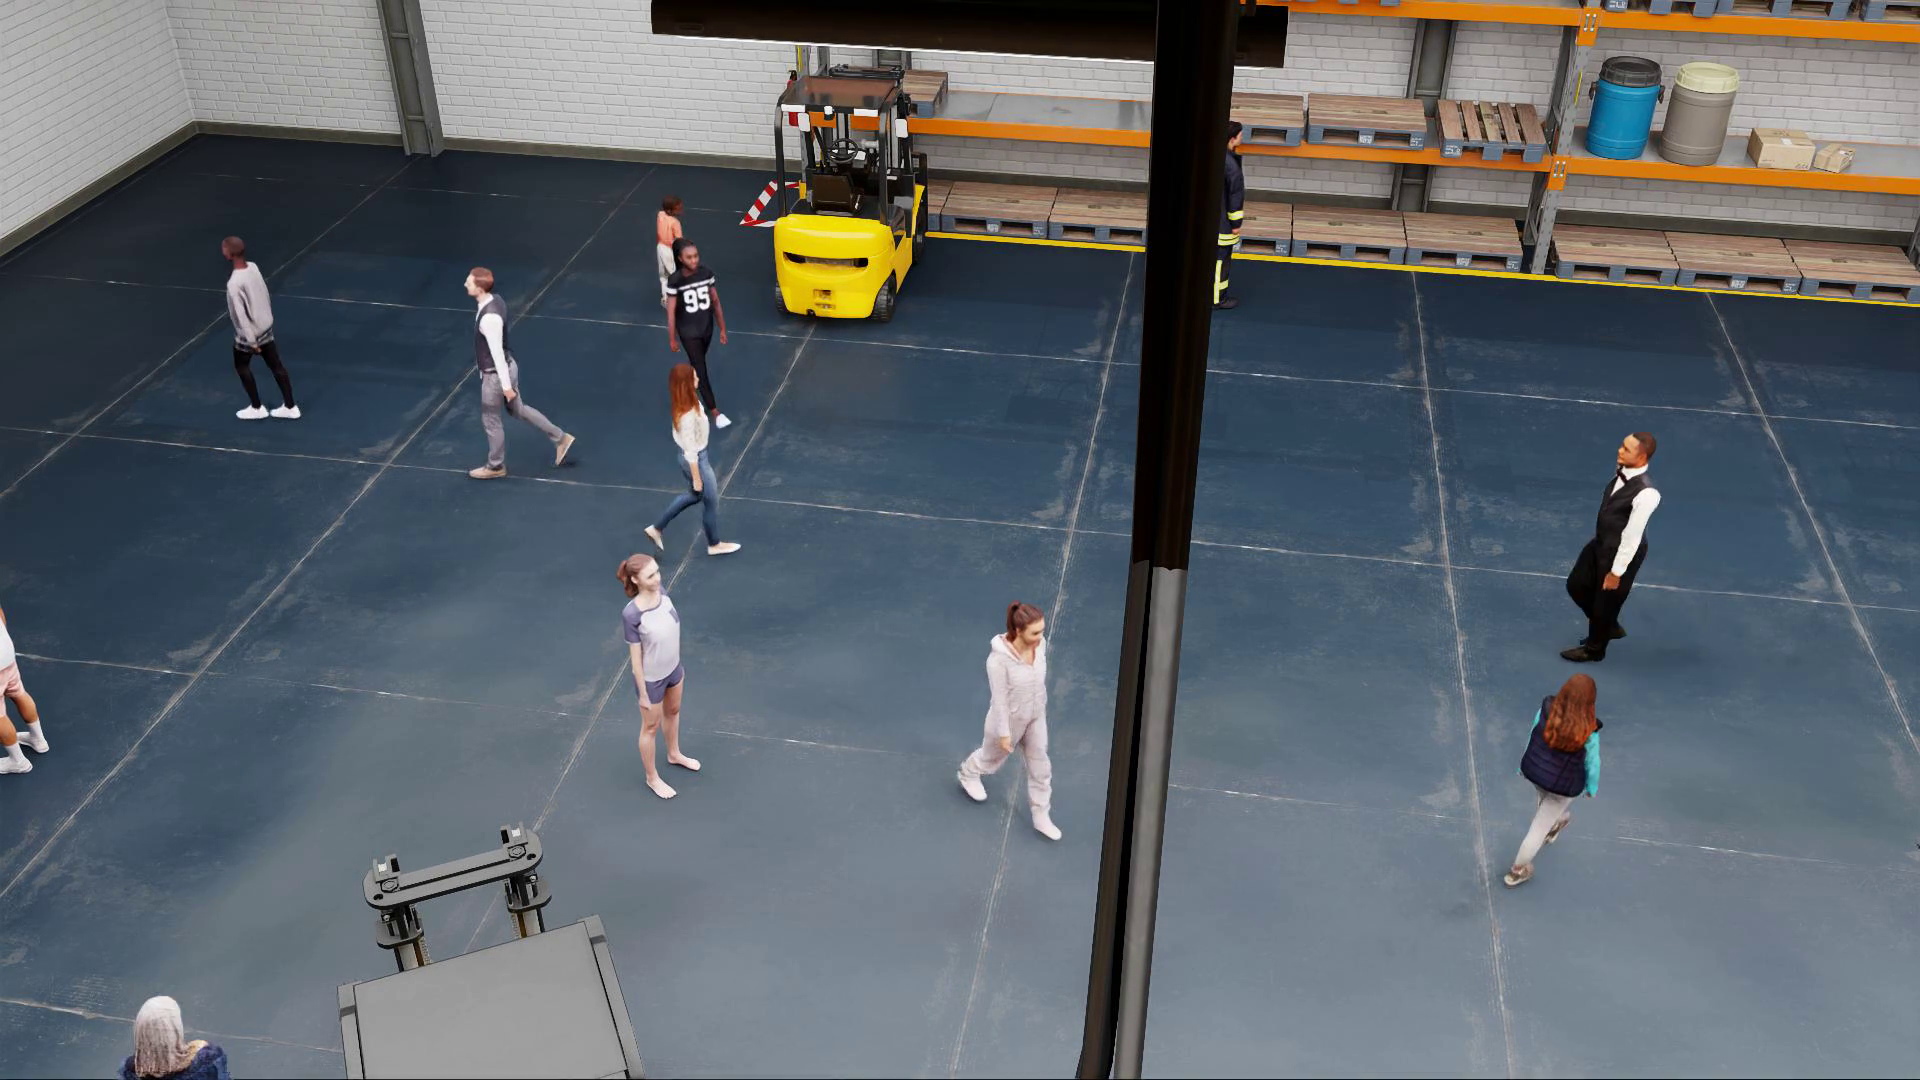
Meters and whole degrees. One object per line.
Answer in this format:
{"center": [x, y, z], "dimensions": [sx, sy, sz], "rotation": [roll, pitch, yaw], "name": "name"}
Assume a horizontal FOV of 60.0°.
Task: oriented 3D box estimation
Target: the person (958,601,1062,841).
{"center": [0.285, 1.070, 10.380], "dimensions": [1.046, 1.663, 1.120], "rotation": [-22, 40, -30], "name": "person"}

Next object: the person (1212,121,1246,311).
{"center": [2.609, -3.264, 16.662], "dimensions": [0.888, 1.927, 0.894], "rotation": [-12, 35, -17], "name": "person"}

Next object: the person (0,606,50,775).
{"center": [-6.320, 0.738, 10.763], "dimensions": [0.547, 1.792, 0.634], "rotation": [6, 34, 9], "name": "person"}

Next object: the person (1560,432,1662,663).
{"center": [4.687, 0.073, 11.658], "dimensions": [0.773, 1.910, 0.774], "rotation": [1, 34, 1], "name": "person"}

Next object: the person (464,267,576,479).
{"center": [-3.739, -1.390, 13.863], "dimensions": [1.213, 1.905, 0.874], "rotation": [-4, 34, -6], "name": "person"}

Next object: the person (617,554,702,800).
{"center": [-1.941, 0.832, 10.641], "dimensions": [0.657, 1.770, 0.639], "rotation": [16, 37, 22], "name": "person"}

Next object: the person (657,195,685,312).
{"center": [-2.943, -2.881, 16.665], "dimensions": [0.656, 1.287, 0.785], "rotation": [18, 38, 25], "name": "person"}

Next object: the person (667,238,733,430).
{"center": [-2.389, -1.868, 14.776], "dimensions": [1.076, 1.691, 1.180], "rotation": [-25, 41, -32], "name": "person"}

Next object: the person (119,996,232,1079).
{"center": [-3.546, 2.849, 7.719], "dimensions": [1.209, 1.646, 1.050], "rotation": [-10, 35, -15], "name": "person"}

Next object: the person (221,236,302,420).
{"center": [-6.132, -1.848, 14.687], "dimensions": [0.757, 1.755, 0.618], "rotation": [7, 34, 10], "name": "person"}

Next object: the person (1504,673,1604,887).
{"center": [3.517, 1.464, 9.970], "dimensions": [1.007, 1.461, 0.967], "rotation": [-23, 40, -31], "name": "person"}

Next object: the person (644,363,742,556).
{"center": [-2.131, -0.585, 12.826], "dimensions": [1.054, 1.712, 0.852], "rotation": [-9, 35, -13], "name": "person"}
